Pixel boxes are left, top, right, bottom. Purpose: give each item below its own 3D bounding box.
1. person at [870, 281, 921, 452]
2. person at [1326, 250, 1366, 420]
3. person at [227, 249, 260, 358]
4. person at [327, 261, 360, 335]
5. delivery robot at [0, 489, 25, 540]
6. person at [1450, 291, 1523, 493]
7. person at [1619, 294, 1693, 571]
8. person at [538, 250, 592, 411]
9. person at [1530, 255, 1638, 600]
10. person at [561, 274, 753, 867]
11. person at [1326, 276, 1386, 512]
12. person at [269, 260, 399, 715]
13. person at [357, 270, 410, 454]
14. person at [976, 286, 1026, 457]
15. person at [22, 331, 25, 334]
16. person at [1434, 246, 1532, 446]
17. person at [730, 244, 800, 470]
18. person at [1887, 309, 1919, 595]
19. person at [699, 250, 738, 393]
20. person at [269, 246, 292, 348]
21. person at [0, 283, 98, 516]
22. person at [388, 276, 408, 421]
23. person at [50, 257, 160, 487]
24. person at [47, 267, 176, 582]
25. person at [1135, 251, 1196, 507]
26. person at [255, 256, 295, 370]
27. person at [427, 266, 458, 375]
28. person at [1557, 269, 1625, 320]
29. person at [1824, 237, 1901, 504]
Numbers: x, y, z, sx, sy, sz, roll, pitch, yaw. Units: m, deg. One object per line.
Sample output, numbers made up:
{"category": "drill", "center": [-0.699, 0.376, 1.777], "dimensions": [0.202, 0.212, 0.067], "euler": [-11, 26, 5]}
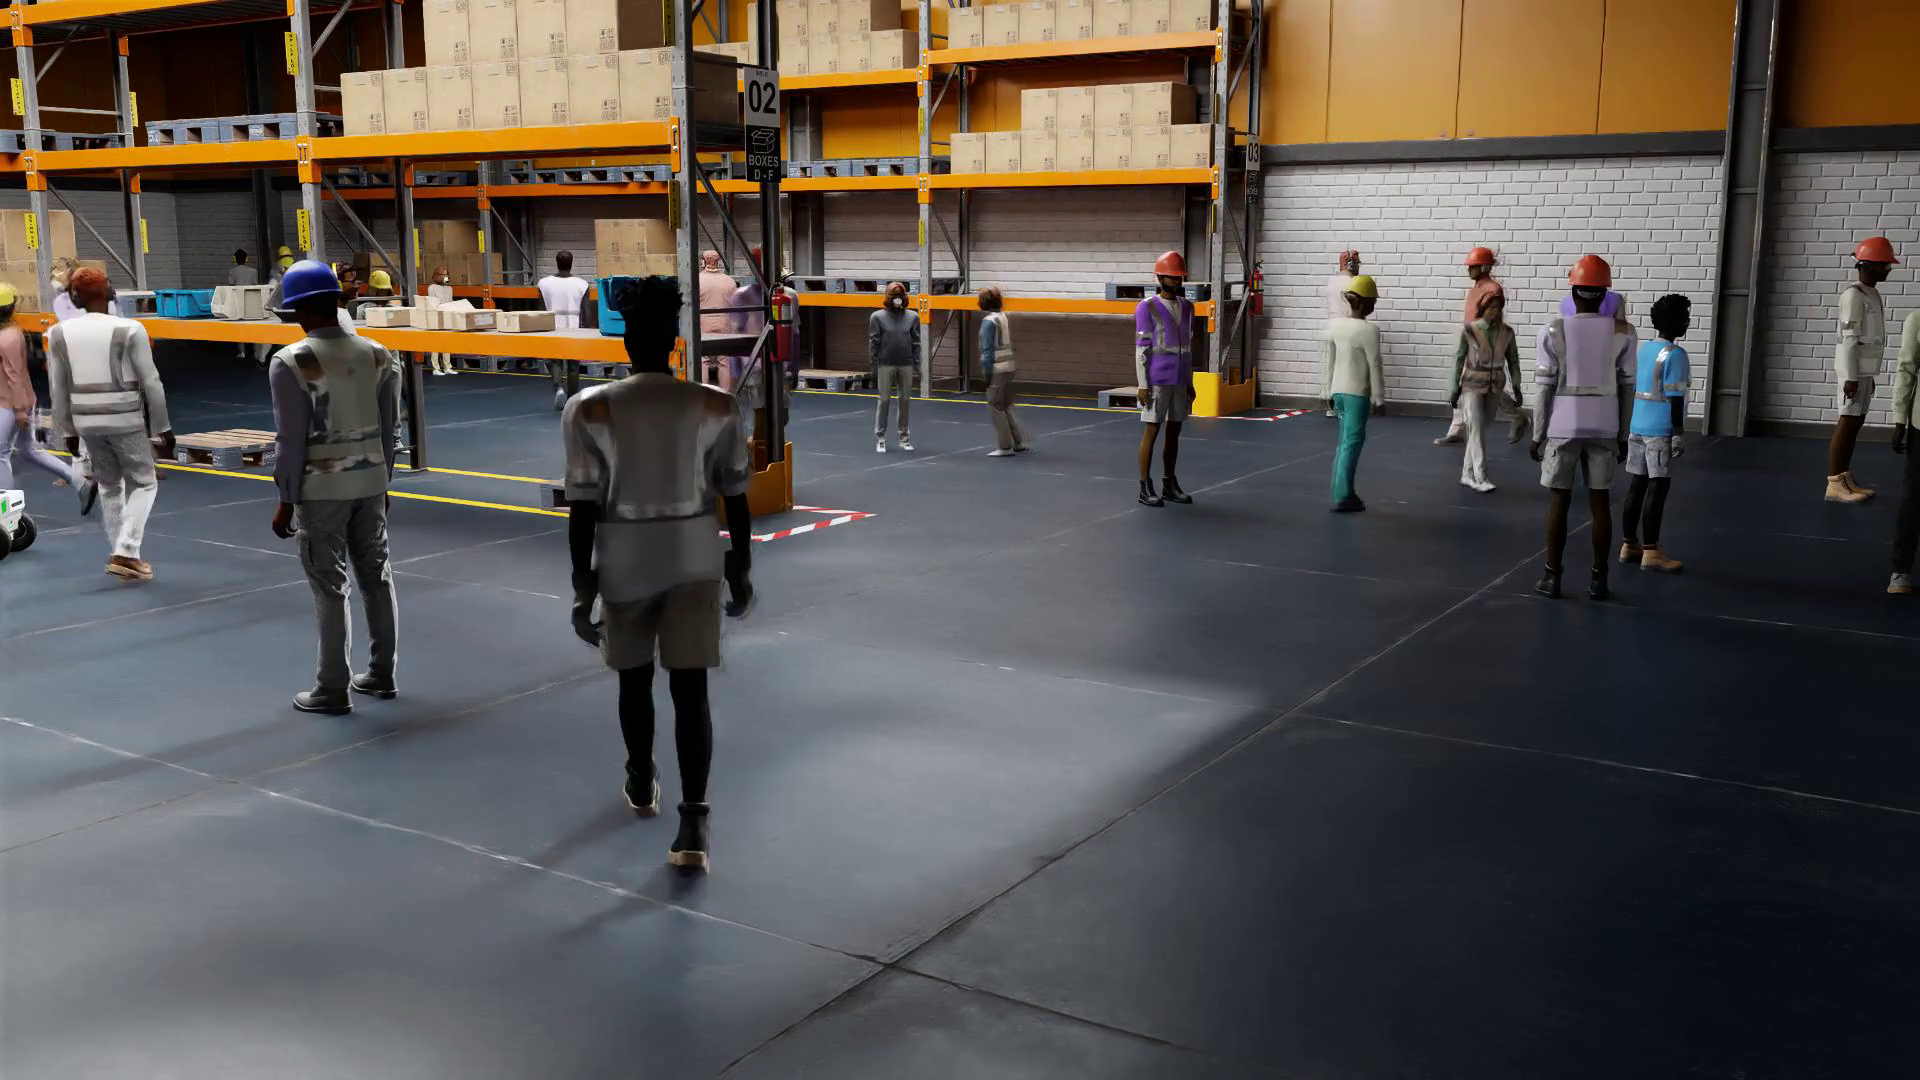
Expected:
{"category": "person", "center": [-0.617, -1.656, 15.940], "dimensions": [0.507, 1.631, 0.267], "euler": [-3, 11, -17]}
{"category": "person", "center": [4.370, -2.305, 18.775], "dimensions": [0.409, 1.909, 0.640], "euler": [-2, 10, -12]}
{"category": "person", "center": [-12.324, -4.068, 28.645], "dimensions": [0.513, 1.872, 0.328], "euler": [-6, 12, -28]}
{"category": "person", "center": [-4.345, -1.026, 11.789], "dimensions": [0.326, 1.872, 0.520], "euler": [-2, 10, -11]}
{"category": "delivery robot", "center": [-6.359, -0.191, 10.549], "dimensions": [0.707, 0.478, 0.477], "euler": [-2, 10, -9]}
{"category": "person", "center": [4.236, -1.169, 13.298], "dimensions": [0.536, 1.602, 0.792], "euler": [-3, 11, -14]}
{"category": "person", "center": [4.310, -0.663, 10.258], "dimensions": [0.319, 1.695, 0.538], "euler": [-1, 10, -4]}
{"category": "person", "center": [-4.591, -2.409, 19.346], "dimensions": [0.621, 1.906, 0.489], "euler": [-1, 10, -8]}
{"category": "person", "center": [3.493, -0.623, 9.364], "dimensions": [0.543, 1.939, 0.360], "euler": [2, 10, 11]}
{"category": "person", "center": [-0.983, 0.087, 5.510], "dimensions": [0.624, 1.917, 1.019], "euler": [-3, 11, -15]}
{"category": "person", "center": [2.999, -1.081, 12.398], "dimensions": [0.521, 1.749, 0.547], "euler": [-4, 11, -23]}
{"category": "person", "center": [-2.686, -0.221, 7.141], "dimensions": [0.400, 1.938, 0.602], "euler": [6, 12, 28]}
{"category": "person", "center": [-5.416, -1.652, 15.609], "dimensions": [0.486, 1.744, 0.294], "euler": [-10, 14, -43]}
{"category": "person", "center": [0.356, -1.571, 15.545], "dimensions": [0.408, 1.606, 0.560], "euler": [3, 11, 16]}
{"category": "person", "center": [-12.201, -2.747, 21.148], "dimensions": [0.547, 1.934, 0.376], "euler": [-10, 14, -43]}
{"category": "person", "center": [5.181, -1.889, 16.309], "dimensions": [0.888, 1.969, 0.608], "euler": [-2, 10, -11]}
{"category": "person", "center": [-1.622, -1.420, 13.574], "dimensions": [0.619, 2.023, 0.698], "euler": [-7, 12, -33]}
{"category": "person", "center": [5.618, -0.657, 9.425], "dimensions": [0.610, 1.986, 0.393], "euler": [4, 11, 19]}
{"category": "person", "center": [-3.018, -2.555, 20.199], "dimensions": [0.647, 1.901, 0.402], "euler": [-4, 11, -23]}
{"category": "person", "center": [-10.847, -3.781, 26.900], "dimensions": [0.587, 1.926, 0.368], "euler": [-8, 13, -39]}
{"category": "person", "center": [-6.638, -0.964, 11.806], "dimensions": [0.748, 1.738, 0.526], "euler": [-4, 11, -22]}
{"category": "person", "center": [-6.446, -2.155, 18.605], "dimensions": [0.715, 1.662, 0.547], "euler": [4, 11, 20]}
{"category": "person", "center": [-7.141, -1.390, 13.784], "dimensions": [0.670, 1.895, 0.725], "euler": [4, 11, 19]}
{"category": "person", "center": [-4.977, -0.662, 9.763], "dimensions": [0.625, 1.864, 0.502], "euler": [0, 10, 0]}
{"category": "person", "center": [1.592, -1.225, 12.705], "dimensions": [0.553, 1.935, 0.361], "euler": [-7, 12, -33]}
{"category": "person", "center": [-10.608, -3.533, 25.938], "dimensions": [0.928, 1.782, 0.620], "euler": [2, 10, 12]}
{"category": "person", "center": [-7.786, -3.288, 25.005], "dimensions": [0.277, 1.629, 0.497], "euler": [5, 11, 27]}
{"category": "person", "center": [5.722, -1.592, 15.111], "dimensions": [0.646, 1.814, 0.400], "euler": [5, 11, 26]}
{"category": "person", "center": [6.982, -1.307, 12.867], "dimensions": [0.378, 2.040, 0.614], "euler": [9, 13, 39]}
